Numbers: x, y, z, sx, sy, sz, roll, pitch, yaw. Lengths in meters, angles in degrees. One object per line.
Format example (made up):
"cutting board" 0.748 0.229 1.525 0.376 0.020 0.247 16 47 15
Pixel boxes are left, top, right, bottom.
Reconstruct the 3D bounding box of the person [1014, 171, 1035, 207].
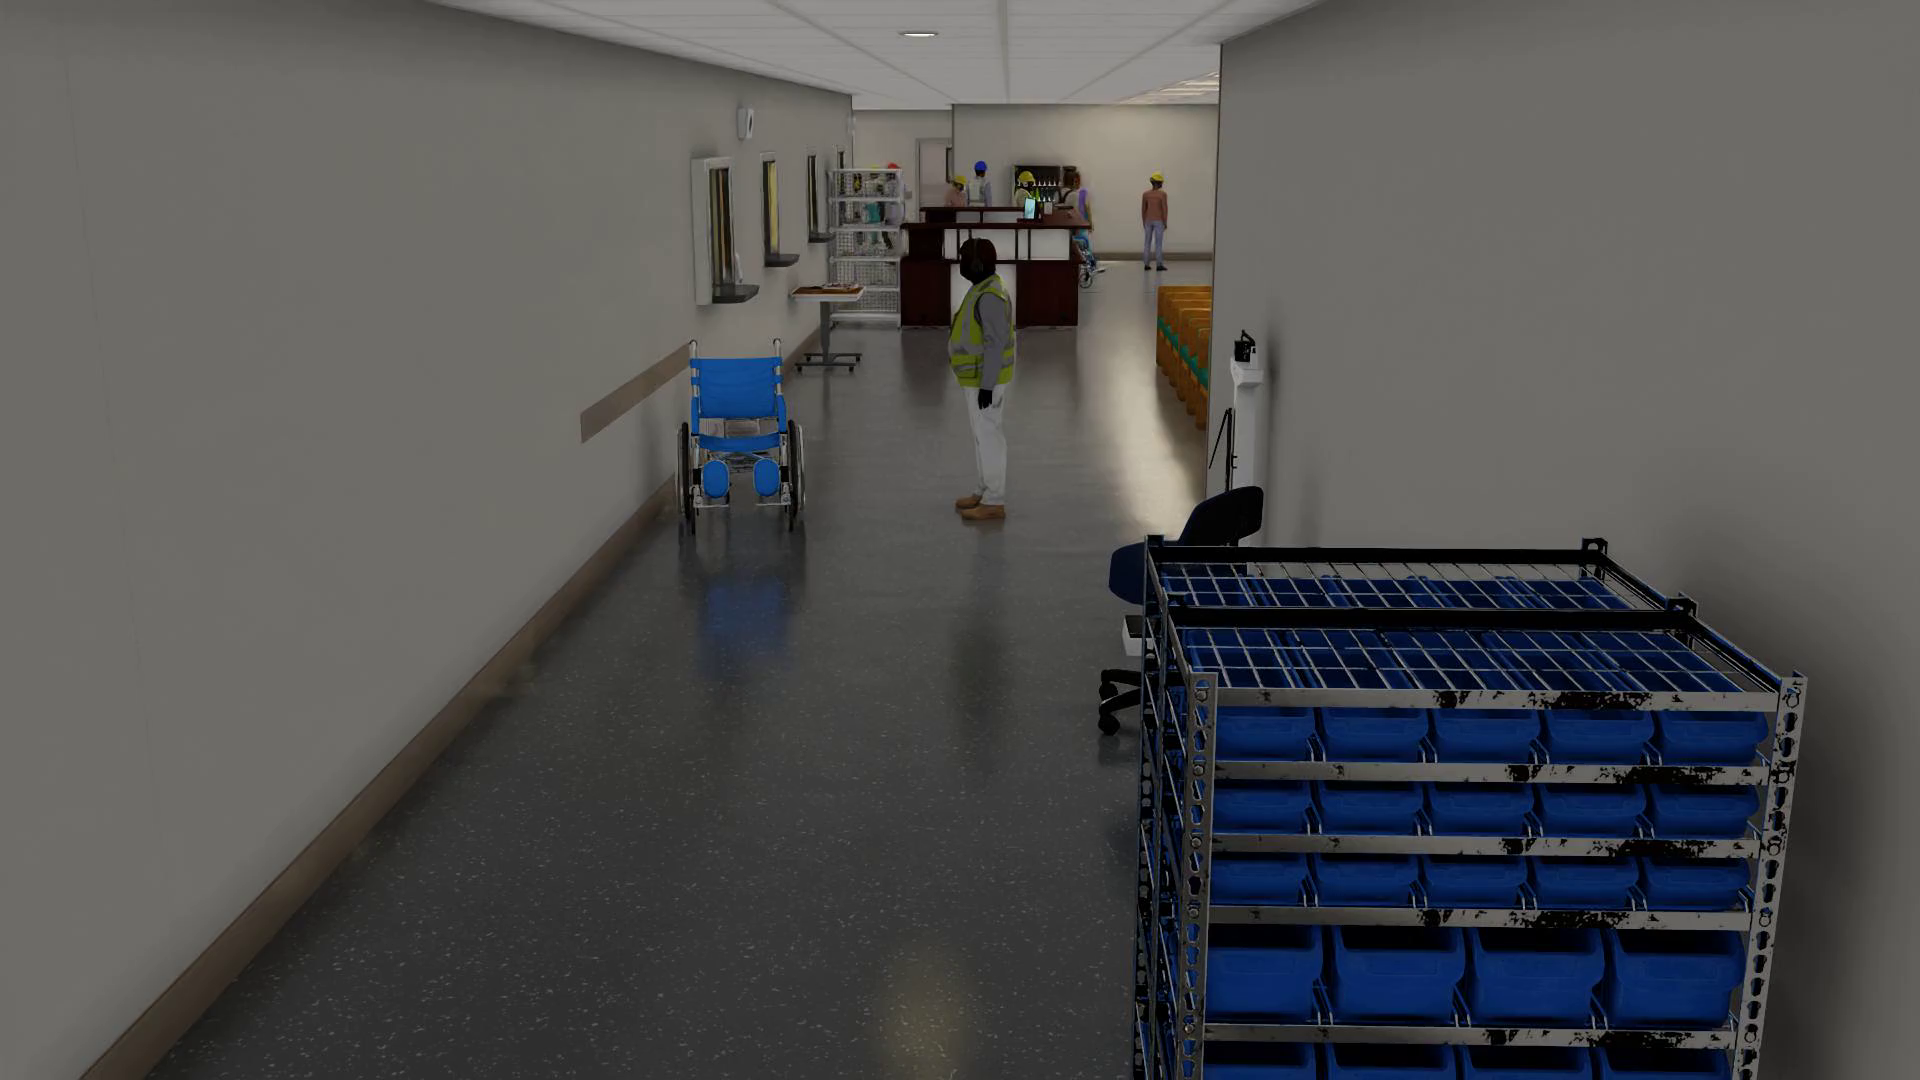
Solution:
"person" 1.124 -5.390 28.533 0.403 1.833 0.586 -2 14 -7

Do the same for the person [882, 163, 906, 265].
"person" -1.286 -6.172 31.521 0.519 1.916 0.564 13 19 42

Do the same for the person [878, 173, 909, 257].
"person" -1.277 -6.357 32.525 0.654 1.794 0.959 -8 16 -29

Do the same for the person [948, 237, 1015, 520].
"person" 0.138 -1.053 10.918 0.429 1.840 0.629 -1 14 -4

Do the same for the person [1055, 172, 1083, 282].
"person" 1.826 -5.243 27.941 0.513 1.836 0.383 13 19 43

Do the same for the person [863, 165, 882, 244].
"person" -1.947 -7.549 37.444 0.461 1.748 0.536 -13 19 -43

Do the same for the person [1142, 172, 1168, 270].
"person" 3.564 -5.816 30.407 0.526 1.765 0.329 10 17 36

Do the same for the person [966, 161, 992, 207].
"person" 0.377 -6.221 31.667 0.611 1.947 0.388 12 18 39

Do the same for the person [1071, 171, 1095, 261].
"person" 2.201 -5.730 29.986 0.802 1.808 0.612 -11 17 -36

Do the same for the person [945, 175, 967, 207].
"person" -0.113 -5.944 31.045 0.544 1.707 0.886 -10 17 -36
